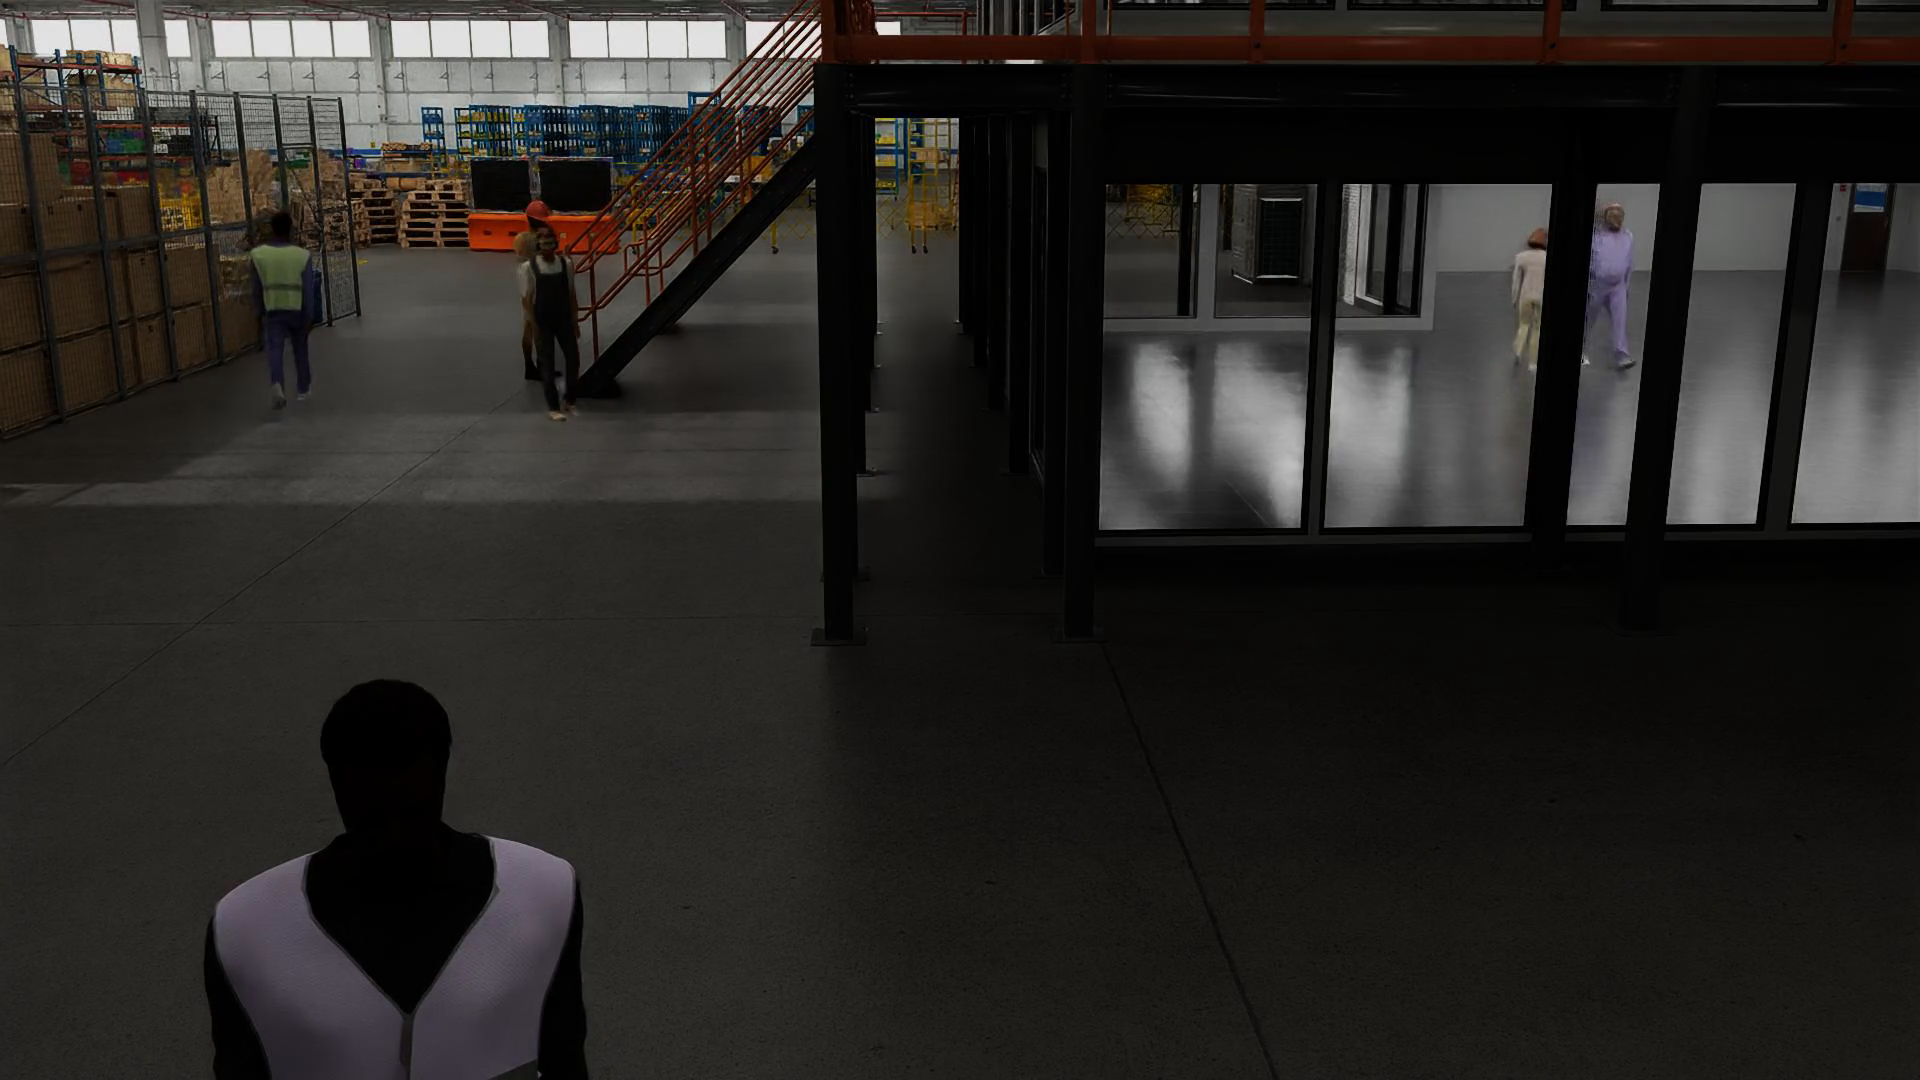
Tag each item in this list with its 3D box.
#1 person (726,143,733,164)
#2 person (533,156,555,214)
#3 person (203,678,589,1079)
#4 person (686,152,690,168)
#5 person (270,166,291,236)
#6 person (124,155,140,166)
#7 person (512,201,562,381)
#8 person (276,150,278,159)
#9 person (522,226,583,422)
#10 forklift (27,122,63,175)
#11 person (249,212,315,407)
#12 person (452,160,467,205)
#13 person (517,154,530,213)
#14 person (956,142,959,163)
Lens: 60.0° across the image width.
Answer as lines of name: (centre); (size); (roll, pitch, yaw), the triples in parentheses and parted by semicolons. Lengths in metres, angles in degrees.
person: (-11.924, -19.612, 85.835); (0.443, 1.840, 0.576); (3, 14, 11)
person: (-10.573, -8.657, 41.811); (0.981, 1.946, 0.652); (4, 15, 16)
person: (-0.891, 1.134, 2.759); (0.592, 1.917, 0.392); (-6, 15, -22)
person: (-11.939, -16.661, 74.245); (0.833, 1.724, 0.522); (2, 14, 8)
person: (-15.925, -7.902, 39.158); (0.598, 1.784, 0.911); (7, 16, 26)
person: (-34.397, -15.413, 69.141); (0.613, 1.792, 0.537); (-4, 15, -16)
person: (-4.584, -2.711, 18.101); (0.380, 1.927, 0.542); (6, 15, 21)
person: (-36.812, -20.641, 90.116); (0.326, 1.752, 0.561); (-2, 14, -9)
person: (-3.762, -1.990, 15.424); (0.518, 1.825, 0.482); (-8, 16, -28)
forklift: (-35.376, -14.773, 64.377); (1.129, 2.768, 1.873); (-1, 14, -2)
person: (-6.678, -2.284, 16.462); (0.591, 1.893, 0.866); (-4, 15, -15)
person: (-16.172, -11.468, 53.790); (0.521, 1.582, 0.877); (7, 16, 25)
person: (-11.984, -9.663, 45.871); (0.376, 1.934, 0.547); (2, 14, 9)
person: (0.066, -19.036, 83.275); (0.536, 1.970, 0.612); (5, 15, 21)
